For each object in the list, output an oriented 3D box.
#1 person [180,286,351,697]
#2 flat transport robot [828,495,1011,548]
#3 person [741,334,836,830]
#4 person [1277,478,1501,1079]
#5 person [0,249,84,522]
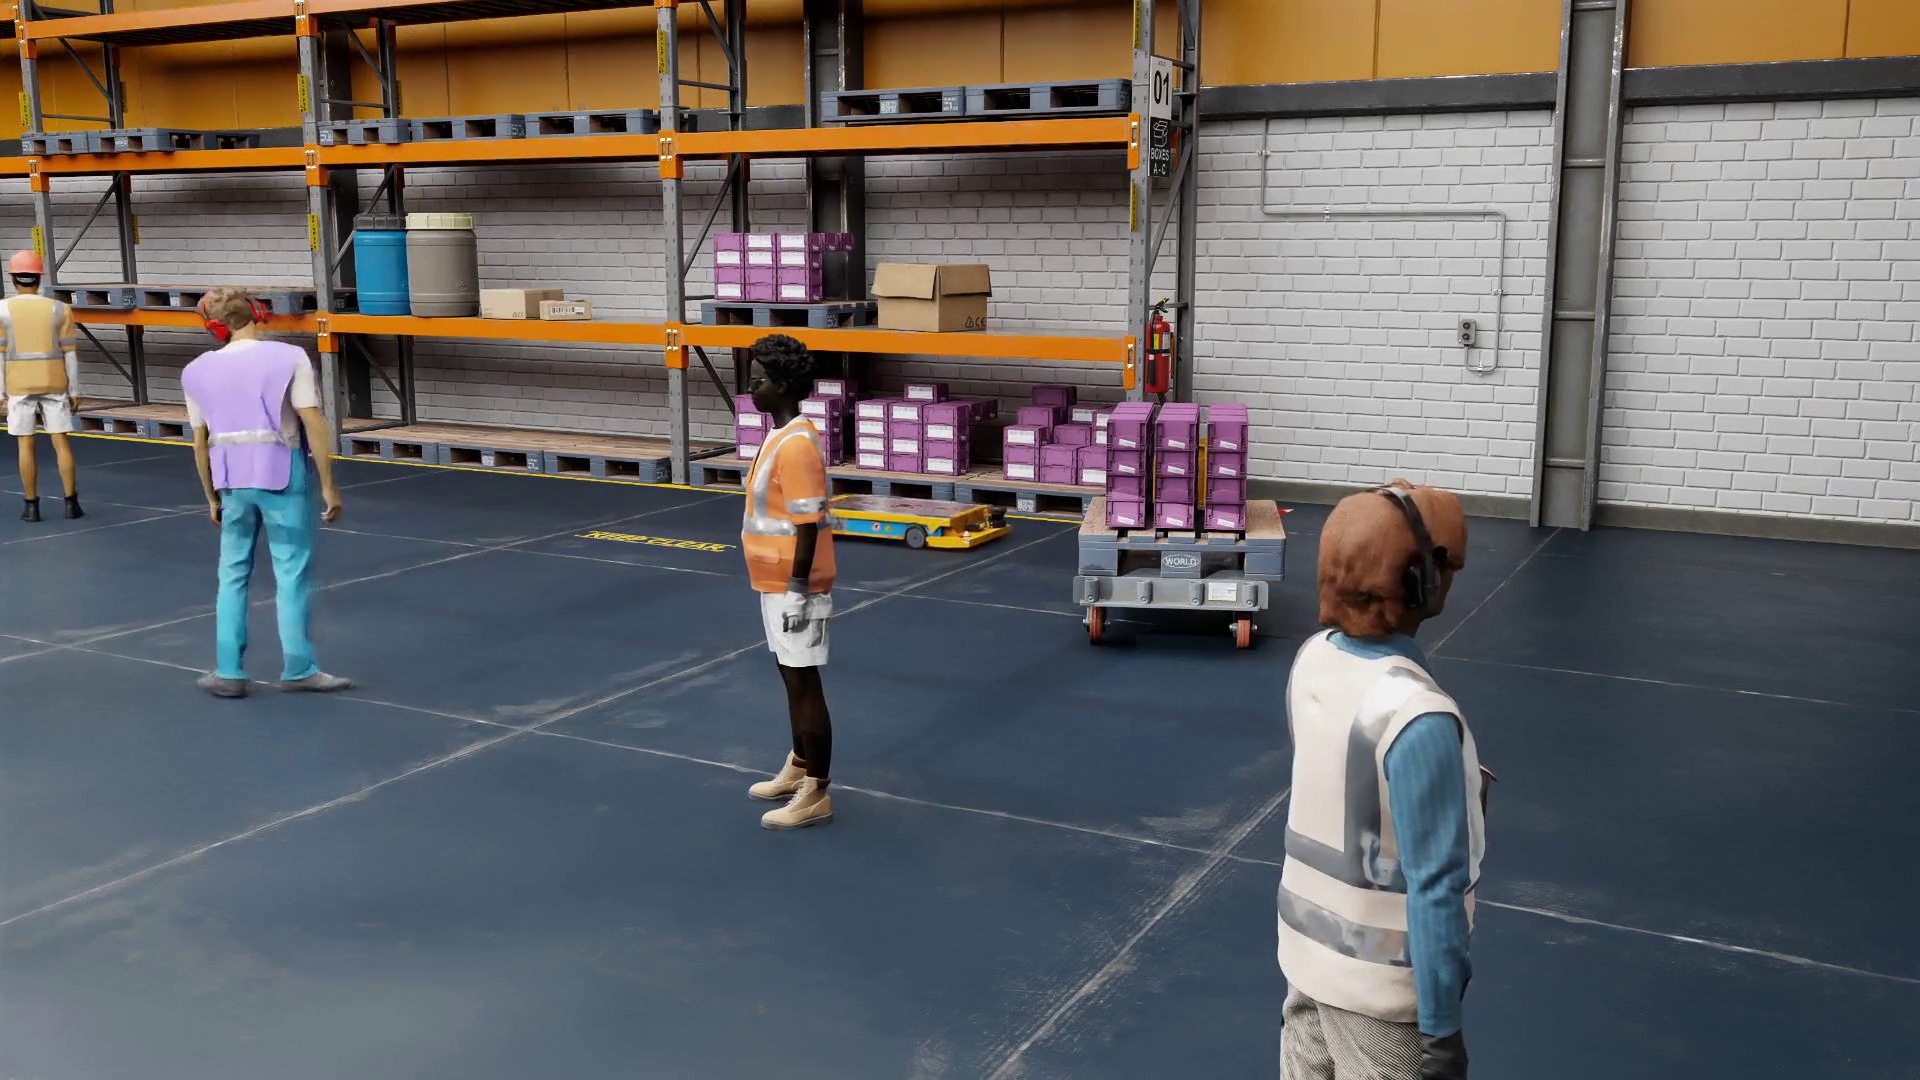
[{"bbox_3d":[-3.069,-0.192,7.284,0.670,1.808,0.386,1,10,5],"label":"person"},{"bbox_3d":[-0.436,-0.140,11.195,1.431,0.197,0.652,5,11,26],"label":"flat transport robot"},{"bbox_3d":[-0.592,0.143,5.733,0.316,1.695,0.542,-2,11,-13],"label":"person"},{"bbox_3d":[0.673,0.718,2.723,0.309,1.645,0.514,-2,11,-12],"label":"person"},{"bbox_3d":[-6.589,-1.091,11.854,0.546,1.936,0.383,-7,12,-33],"label":"person"}]
